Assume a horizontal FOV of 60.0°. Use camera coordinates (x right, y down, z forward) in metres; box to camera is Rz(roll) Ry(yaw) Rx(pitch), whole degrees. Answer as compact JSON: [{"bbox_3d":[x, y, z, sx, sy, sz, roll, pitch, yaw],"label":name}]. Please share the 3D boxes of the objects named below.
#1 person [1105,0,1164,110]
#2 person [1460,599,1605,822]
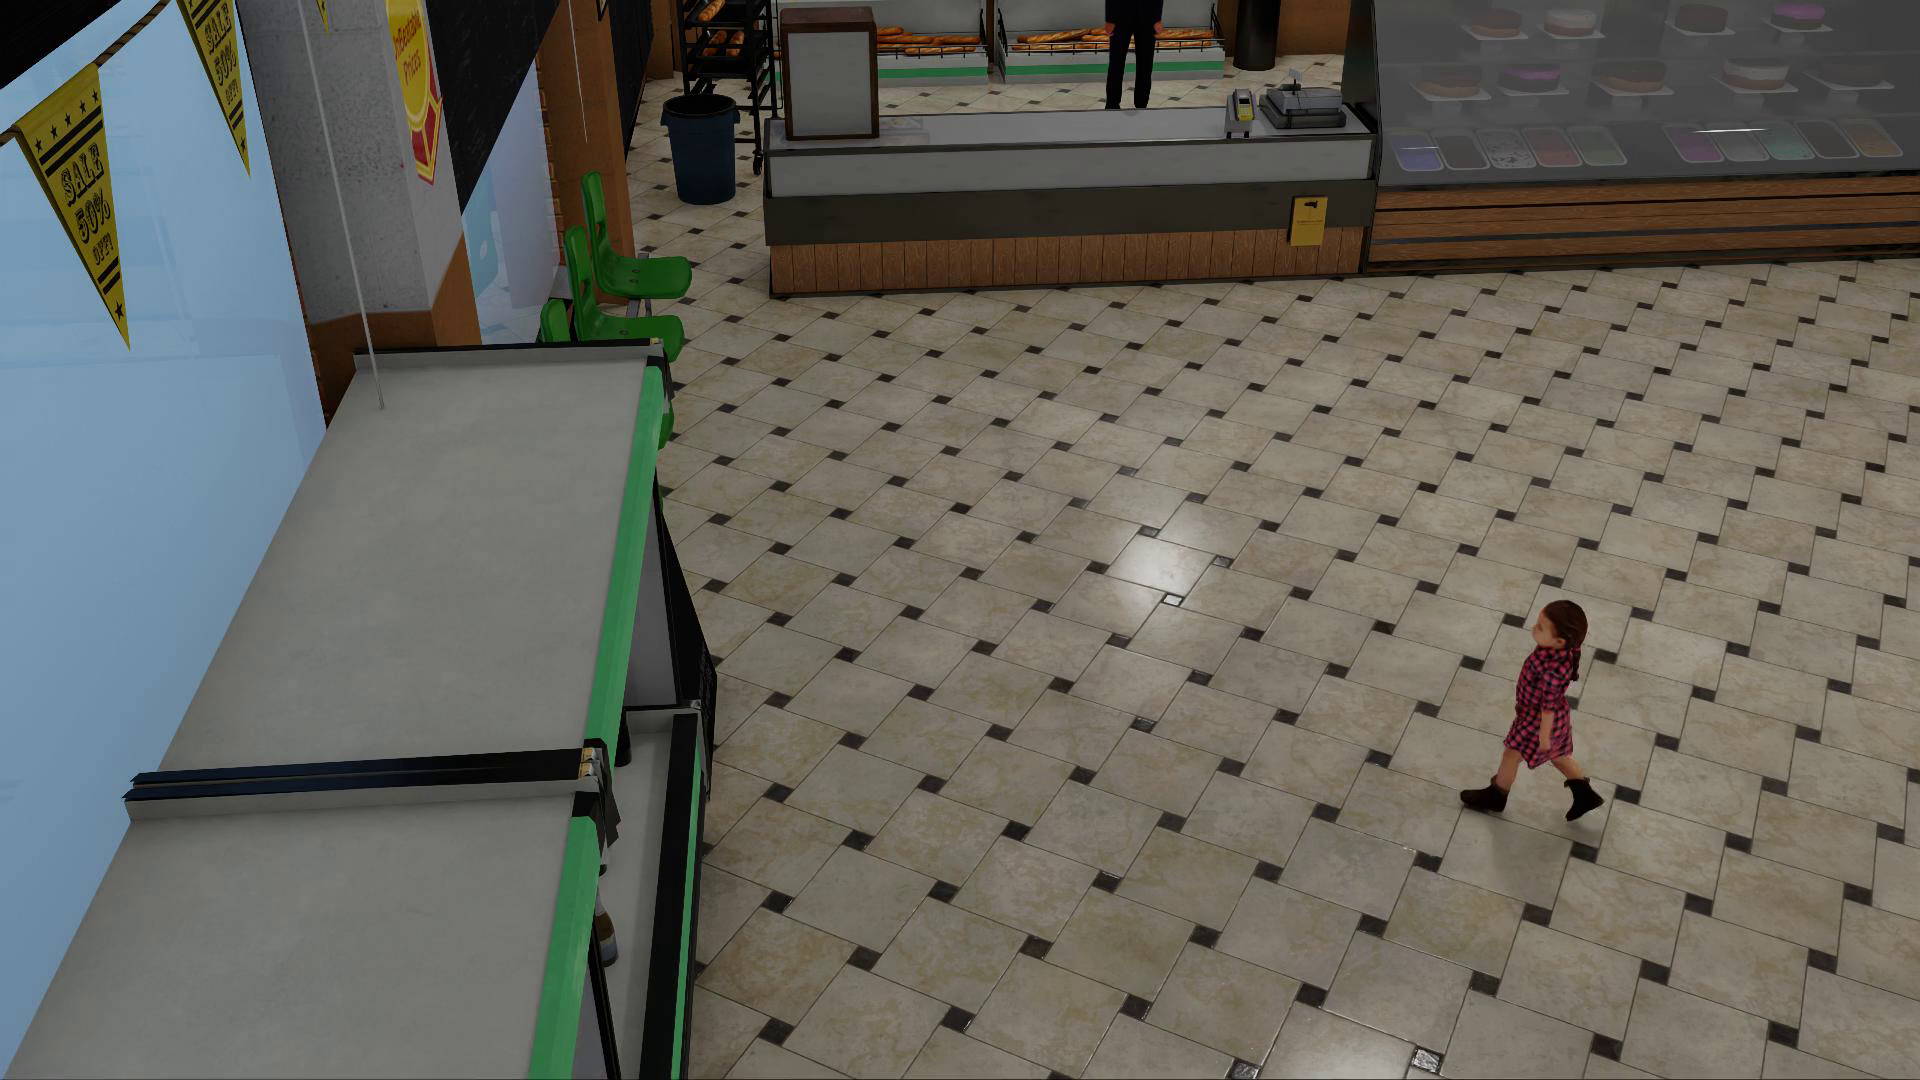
[{"bbox_3d":[1.415,-4.246,13.477,0.619,1.868,0.562,-3,32,-4],"label":"person"},{"bbox_3d":[2.282,0.672,6.386,0.691,1.009,0.734,13,34,20],"label":"person"}]
